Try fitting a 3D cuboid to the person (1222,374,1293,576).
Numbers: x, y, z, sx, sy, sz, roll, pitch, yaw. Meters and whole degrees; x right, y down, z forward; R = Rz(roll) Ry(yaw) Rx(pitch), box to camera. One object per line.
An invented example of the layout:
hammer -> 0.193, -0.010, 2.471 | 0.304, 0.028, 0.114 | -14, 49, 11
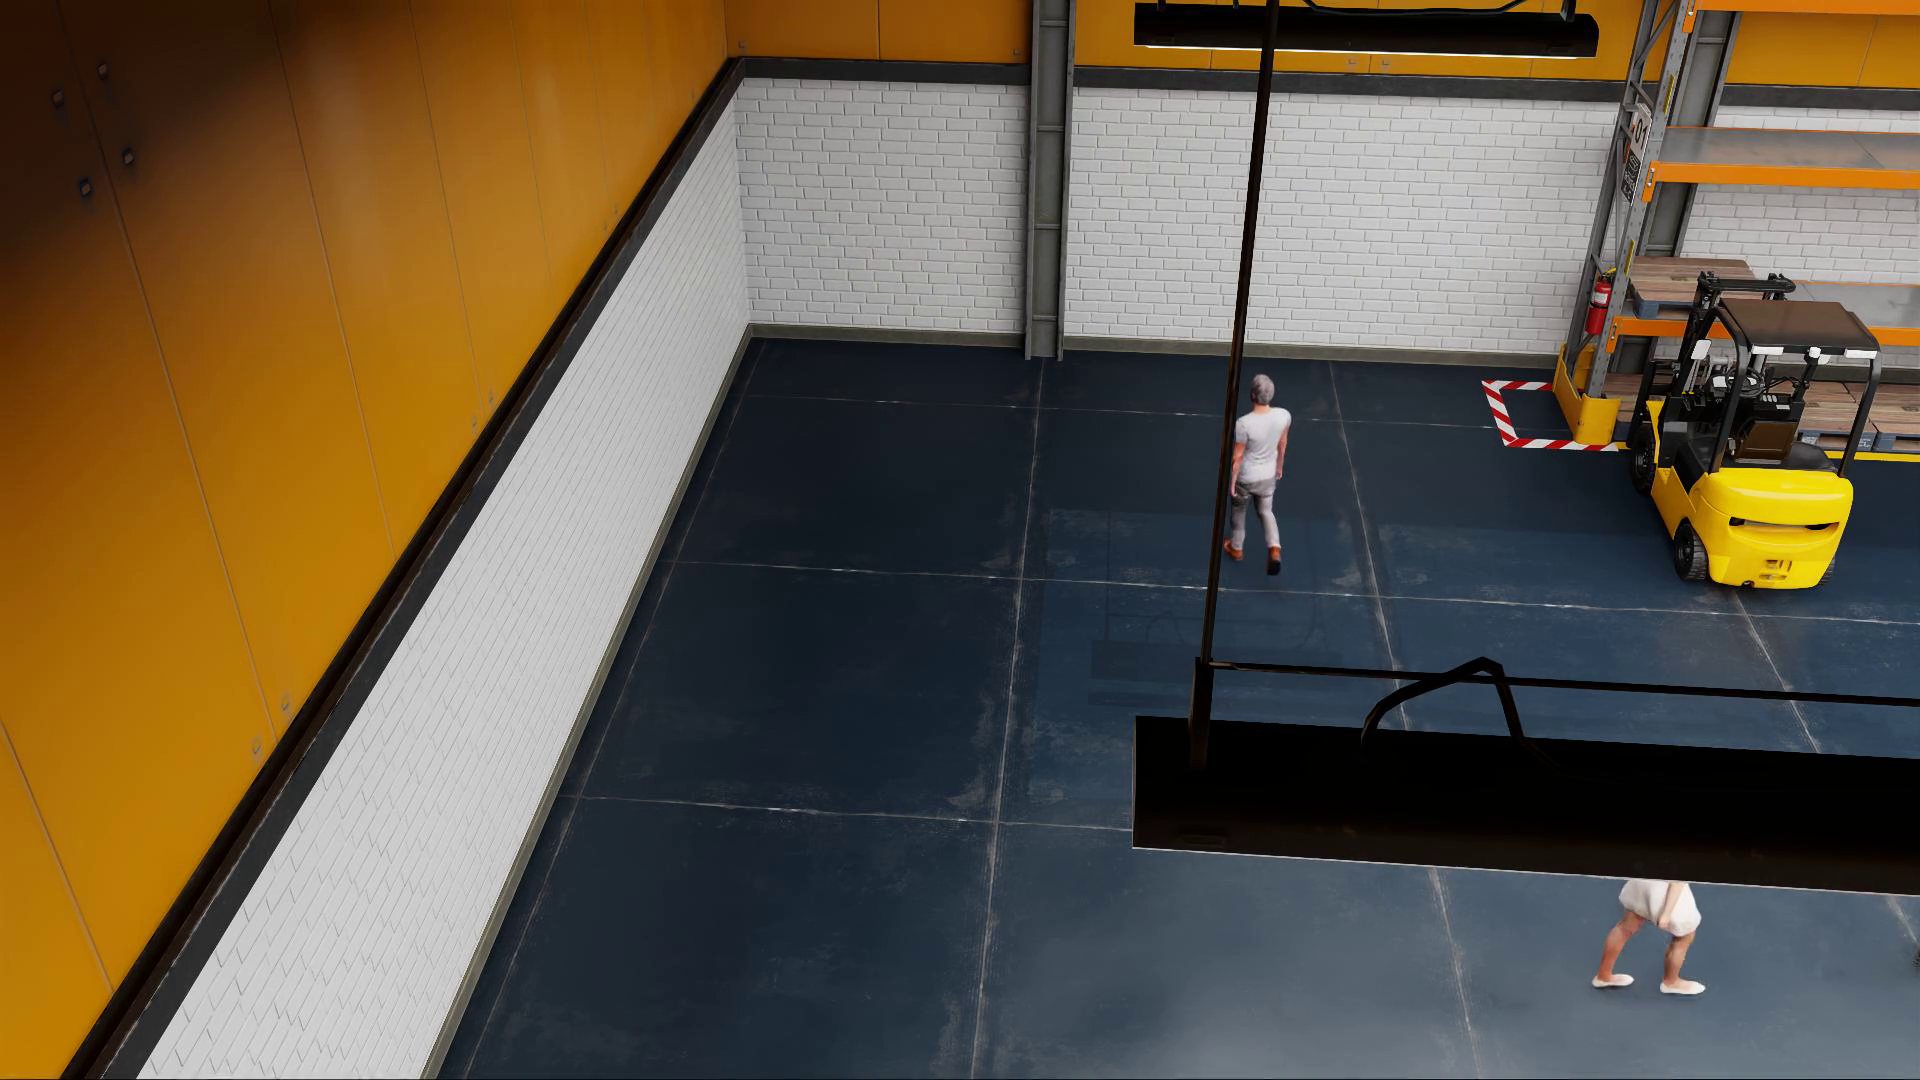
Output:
person -> 2.491, -0.498, 13.781 | 1.093, 1.815, 1.017 | -11, 35, -16
